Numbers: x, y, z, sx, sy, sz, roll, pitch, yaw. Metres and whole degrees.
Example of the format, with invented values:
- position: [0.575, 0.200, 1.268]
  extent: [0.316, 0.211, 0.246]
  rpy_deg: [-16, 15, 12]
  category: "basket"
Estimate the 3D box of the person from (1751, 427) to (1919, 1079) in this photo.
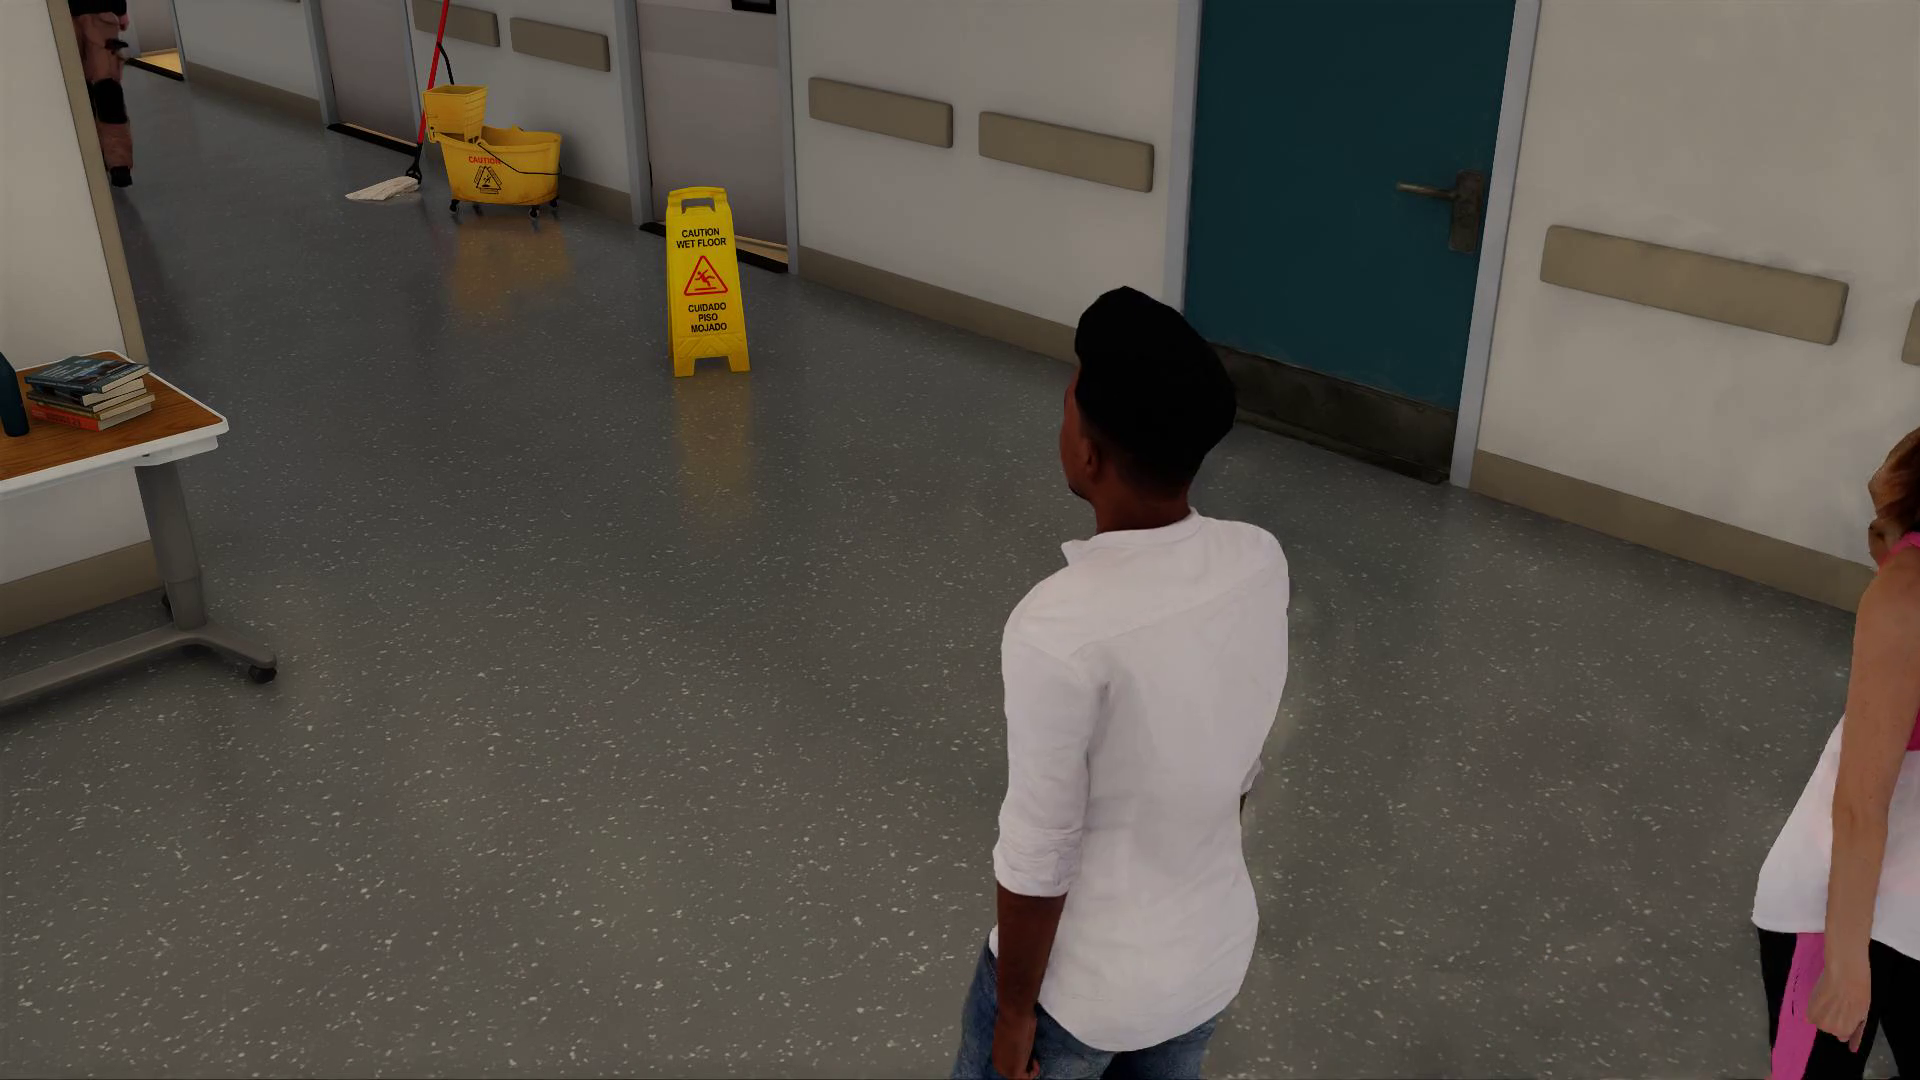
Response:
- position: [1.259, 0.507, 2.463]
  extent: [0.658, 1.774, 0.656]
  rpy_deg: [-19, 32, -34]
  category: "person"

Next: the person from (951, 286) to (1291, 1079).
- position: [0.274, 0.573, 2.292]
  extent: [0.676, 1.804, 0.727]
  rpy_deg: [-20, 32, -35]
  category: "person"
